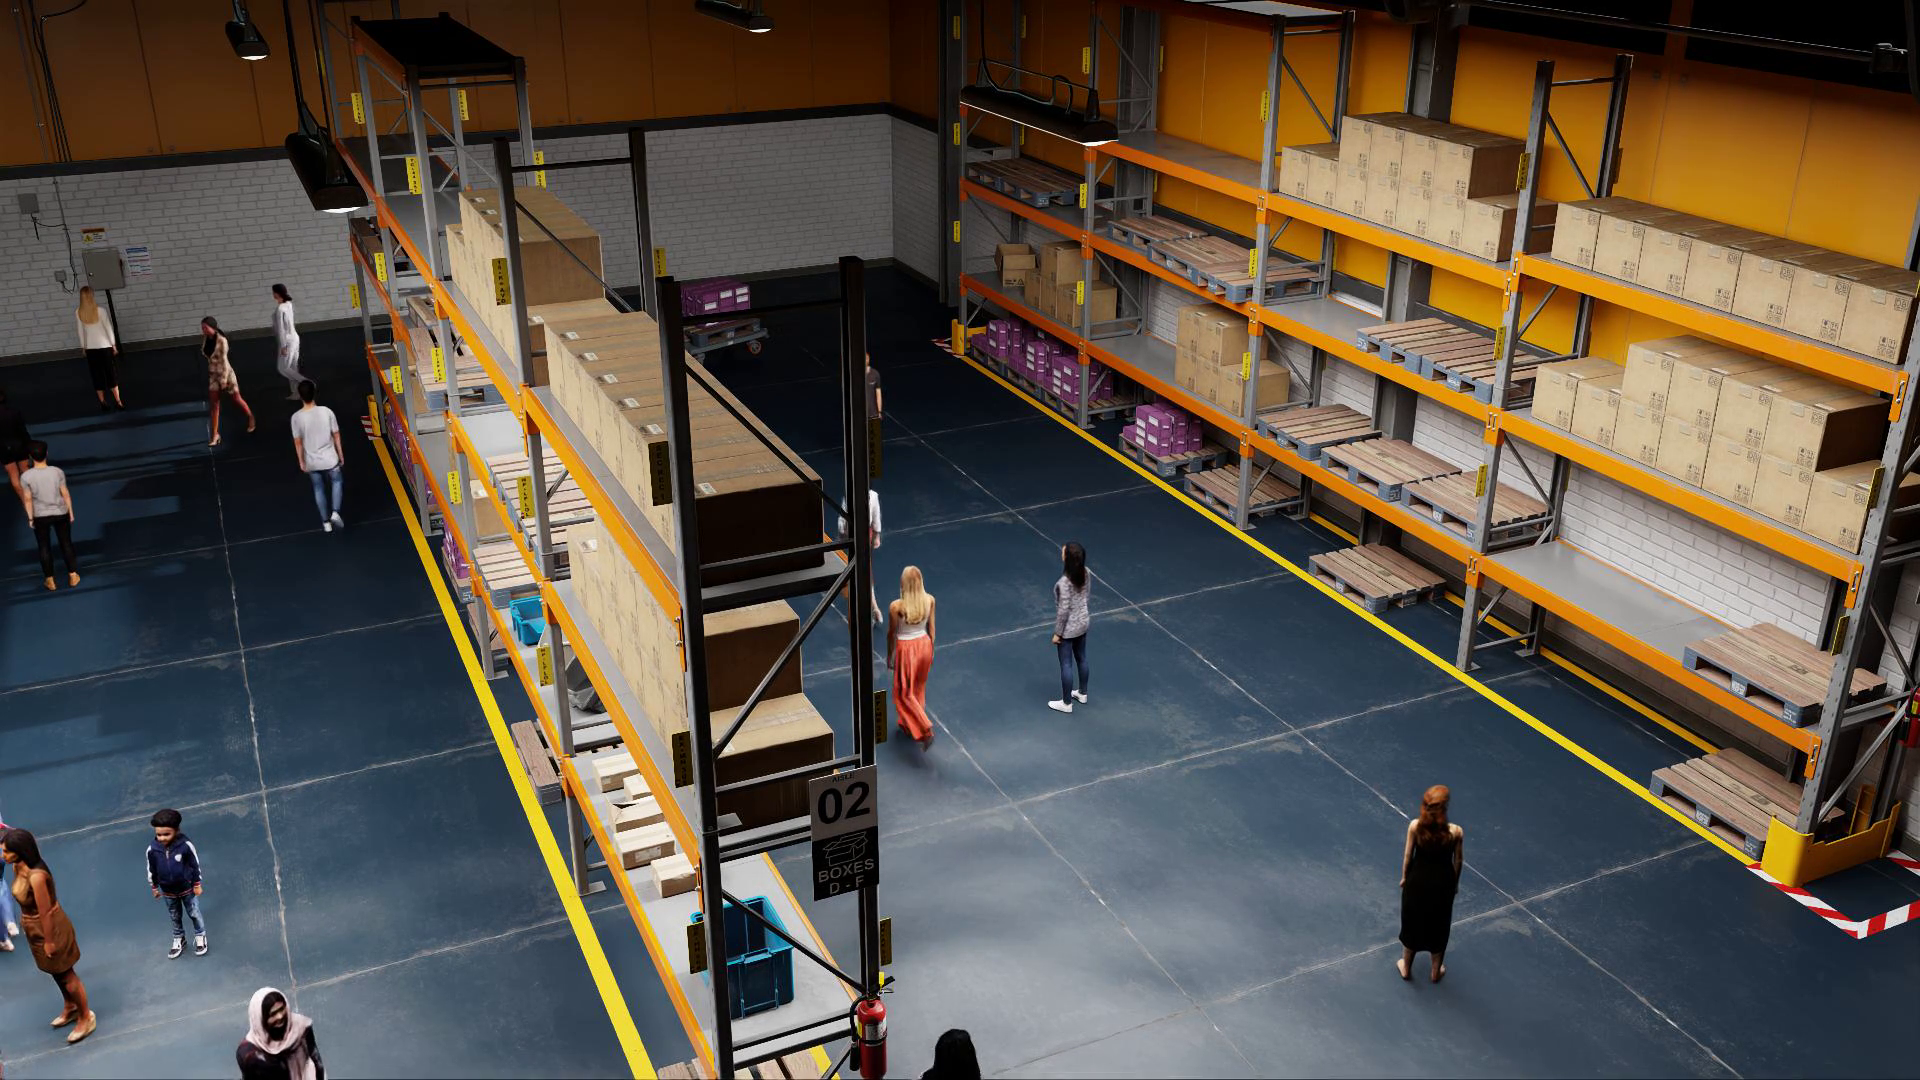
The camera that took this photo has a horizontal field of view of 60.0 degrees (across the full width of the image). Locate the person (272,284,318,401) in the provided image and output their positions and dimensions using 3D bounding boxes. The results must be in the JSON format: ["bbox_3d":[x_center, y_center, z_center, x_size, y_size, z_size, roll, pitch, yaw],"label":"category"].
[{"bbox_3d":[-9.715,-2.868,24.261,0.833,1.764,0.816,1,24,2],"label":"person"}]

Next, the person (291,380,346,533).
[{"bbox_3d":[-7.589,-0.953,19.742,0.713,1.874,0.760,-8,25,-18],"label":"person"}]

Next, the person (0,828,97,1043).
[{"bbox_3d":[-6.335,2.726,11.562,0.588,1.684,0.699,18,29,35],"label":"person"}]

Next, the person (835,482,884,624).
[{"bbox_3d":[-1.034,0.077,17.595,0.750,1.705,1.148,-16,28,-32],"label":"person"}]

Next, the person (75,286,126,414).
[{"bbox_3d":[-12.332,-2.727,23.821,0.667,1.857,0.609,-4,24,-10],"label":"person"}]

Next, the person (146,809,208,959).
[{"bbox_3d":[-5.885,2.566,12.507,0.570,1.221,0.567,-3,24,-8],"label":"person"}]

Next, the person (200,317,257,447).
[{"bbox_3d":[-10.001,-2.191,22.737,1.068,1.744,1.129,8,25,19],"label":"person"}]

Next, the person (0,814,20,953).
[{"bbox_3d":[-7.262,2.397,12.418,0.729,1.601,0.710,17,29,33],"label":"person"}]

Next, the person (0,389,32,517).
[{"bbox_3d":[-11.520,-1.043,20.263,0.752,1.622,0.927,-19,30,-37],"label":"person"}]

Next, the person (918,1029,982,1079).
[{"bbox_3d":[-0.101,3.609,9.526,1.167,1.697,1.156,11,26,24],"label":"person"}]

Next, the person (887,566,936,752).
[{"bbox_3d":[-0.396,1.110,15.134,0.607,1.785,0.993,-11,26,-23],"label":"person"}]

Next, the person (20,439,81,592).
[{"bbox_3d":[-10.066,-0.282,18.401,0.626,1.719,0.566,-14,27,-29],"label":"person"}]

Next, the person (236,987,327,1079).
[{"bbox_3d":[-4.168,3.384,10.170,1.220,1.593,1.027,13,27,28],"label":"person"}]

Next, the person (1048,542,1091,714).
[{"bbox_3d":[1.072,0.814,15.875,0.656,1.733,0.679,20,31,38],"label":"person"}]

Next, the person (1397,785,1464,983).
[{"bbox_3d":[3.425,2.509,12.132,0.677,1.626,0.728,6,24,14],"label":"person"}]
